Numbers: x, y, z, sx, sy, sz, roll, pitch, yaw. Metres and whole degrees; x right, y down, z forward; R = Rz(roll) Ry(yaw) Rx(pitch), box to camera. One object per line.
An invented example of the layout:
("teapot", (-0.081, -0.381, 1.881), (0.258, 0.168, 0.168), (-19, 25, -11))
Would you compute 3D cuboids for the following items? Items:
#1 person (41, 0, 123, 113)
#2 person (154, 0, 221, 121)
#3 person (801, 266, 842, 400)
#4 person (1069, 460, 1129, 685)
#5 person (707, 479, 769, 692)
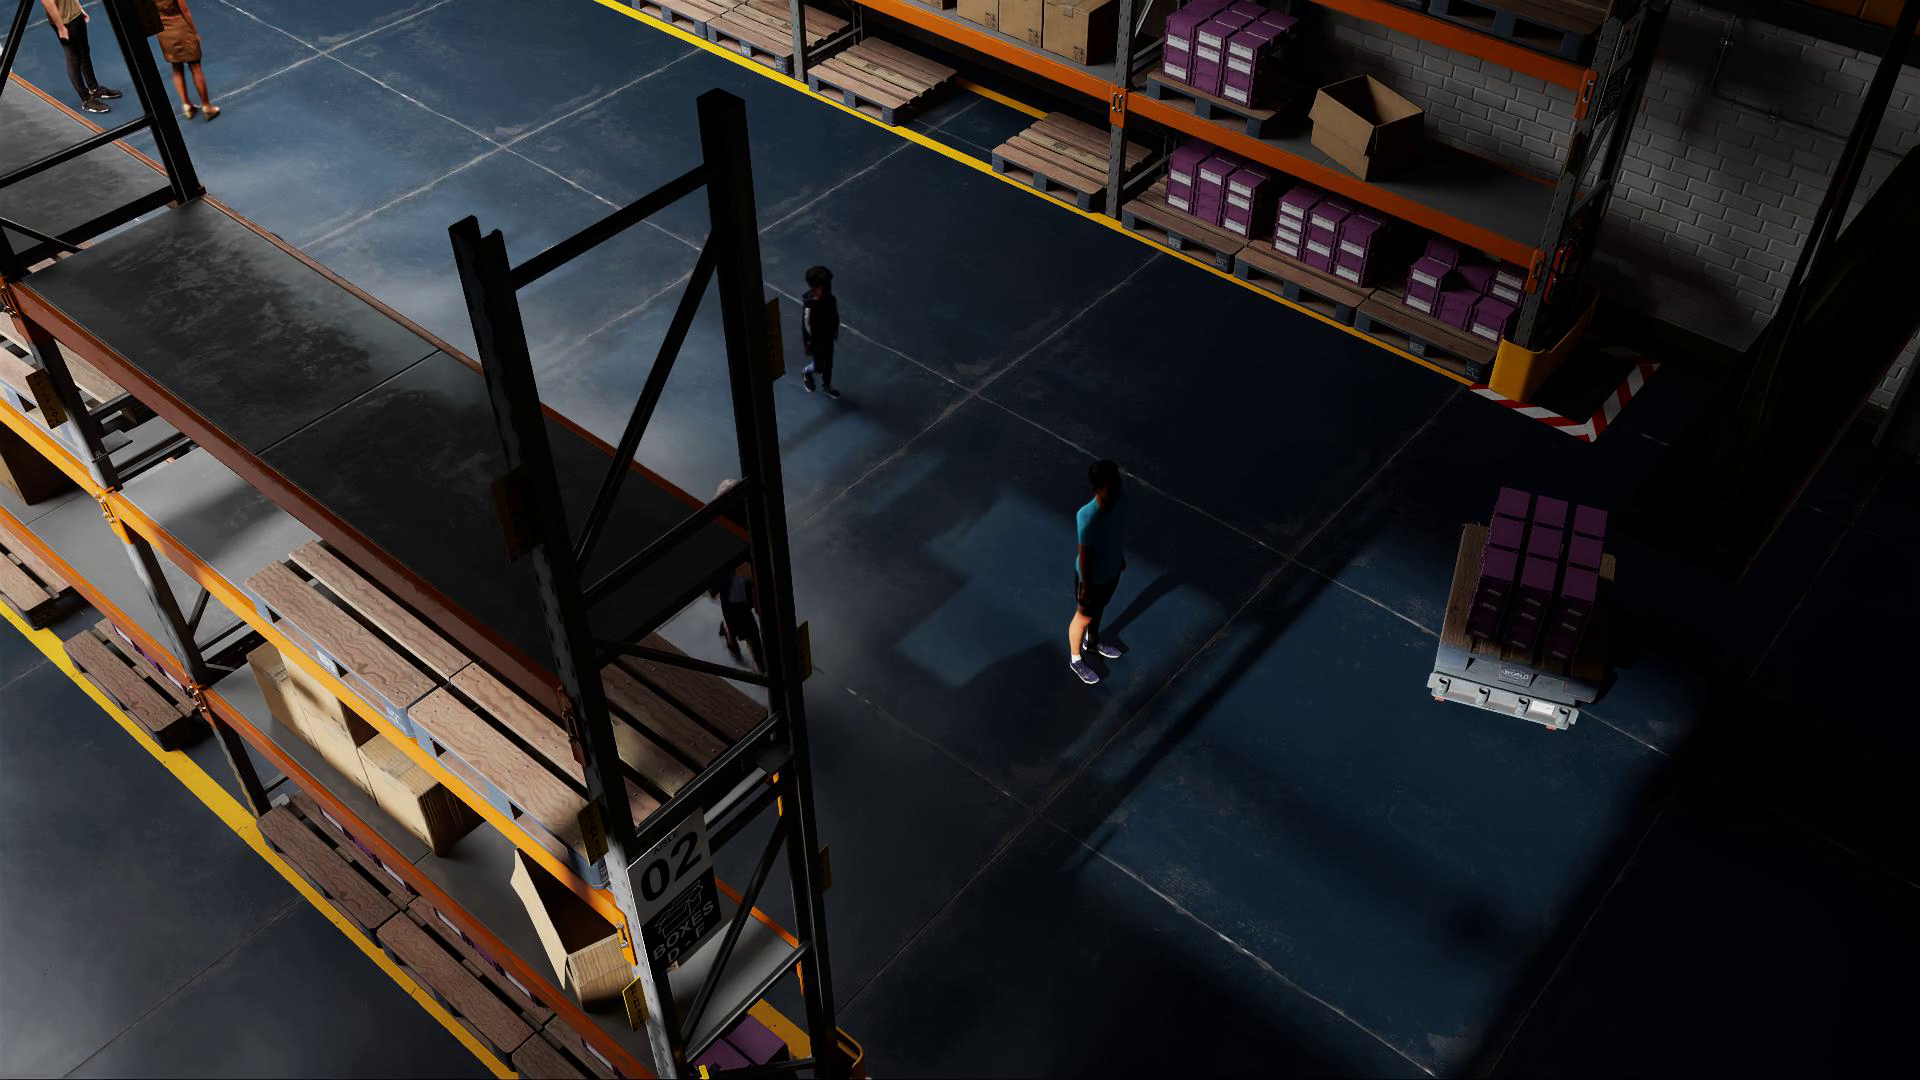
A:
("person", (-8.777, -5.133, 16.310), (0.780, 1.852, 0.745), (1, 44, 1))
("person", (-7.632, -4.915, 16.203), (0.614, 1.684, 0.706), (5, 44, 5))
("person", (-1.133, -1.643, 13.109), (0.577, 1.215, 0.528), (33, 53, 30))
("person", (0.887, 0.177, 10.791), (0.532, 1.776, 0.621), (26, 50, 25))
("person", (-1.445, 0.247, 10.778), (0.868, 1.694, 1.241), (-23, 48, -22))
